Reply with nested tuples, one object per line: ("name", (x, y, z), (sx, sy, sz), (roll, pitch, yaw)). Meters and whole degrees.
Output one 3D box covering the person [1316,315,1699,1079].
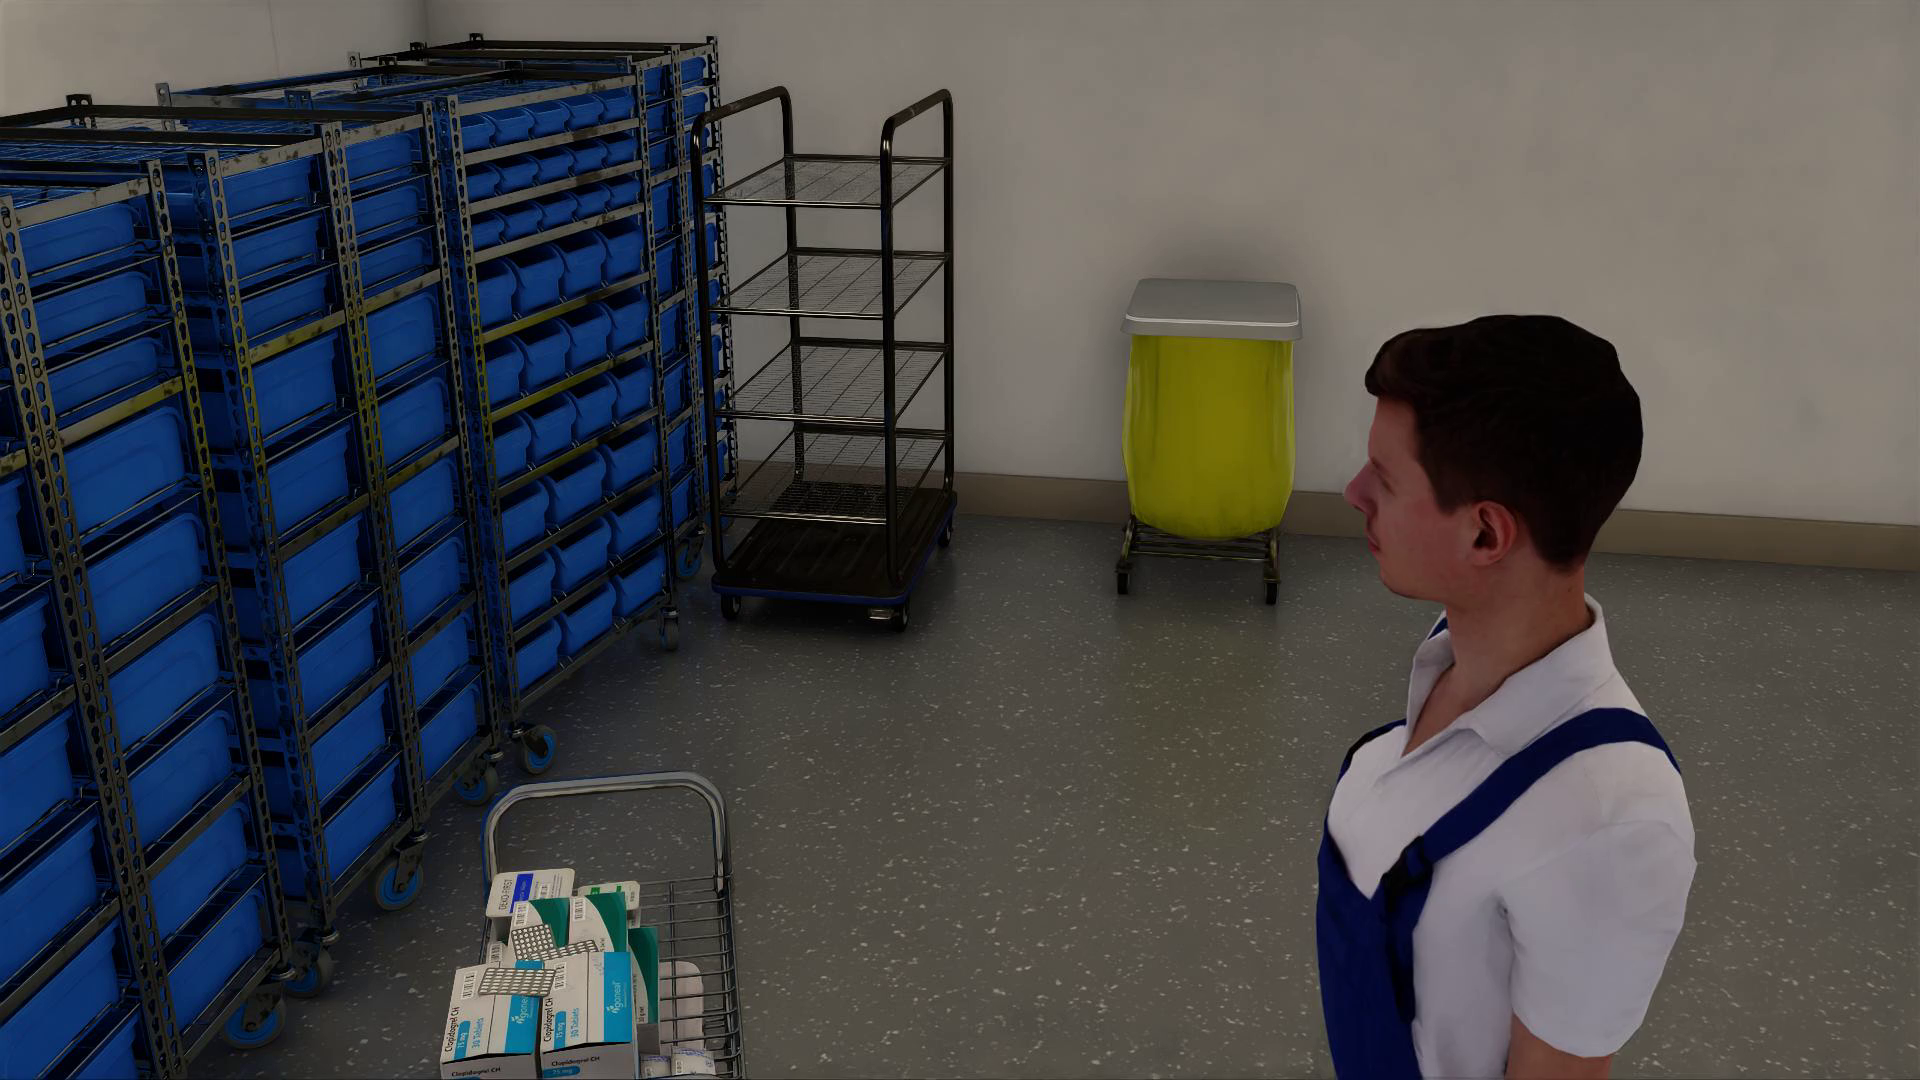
("person", (0.488, 0.673, 1.627), (0.625, 1.849, 0.659), (0, 21, 1))
